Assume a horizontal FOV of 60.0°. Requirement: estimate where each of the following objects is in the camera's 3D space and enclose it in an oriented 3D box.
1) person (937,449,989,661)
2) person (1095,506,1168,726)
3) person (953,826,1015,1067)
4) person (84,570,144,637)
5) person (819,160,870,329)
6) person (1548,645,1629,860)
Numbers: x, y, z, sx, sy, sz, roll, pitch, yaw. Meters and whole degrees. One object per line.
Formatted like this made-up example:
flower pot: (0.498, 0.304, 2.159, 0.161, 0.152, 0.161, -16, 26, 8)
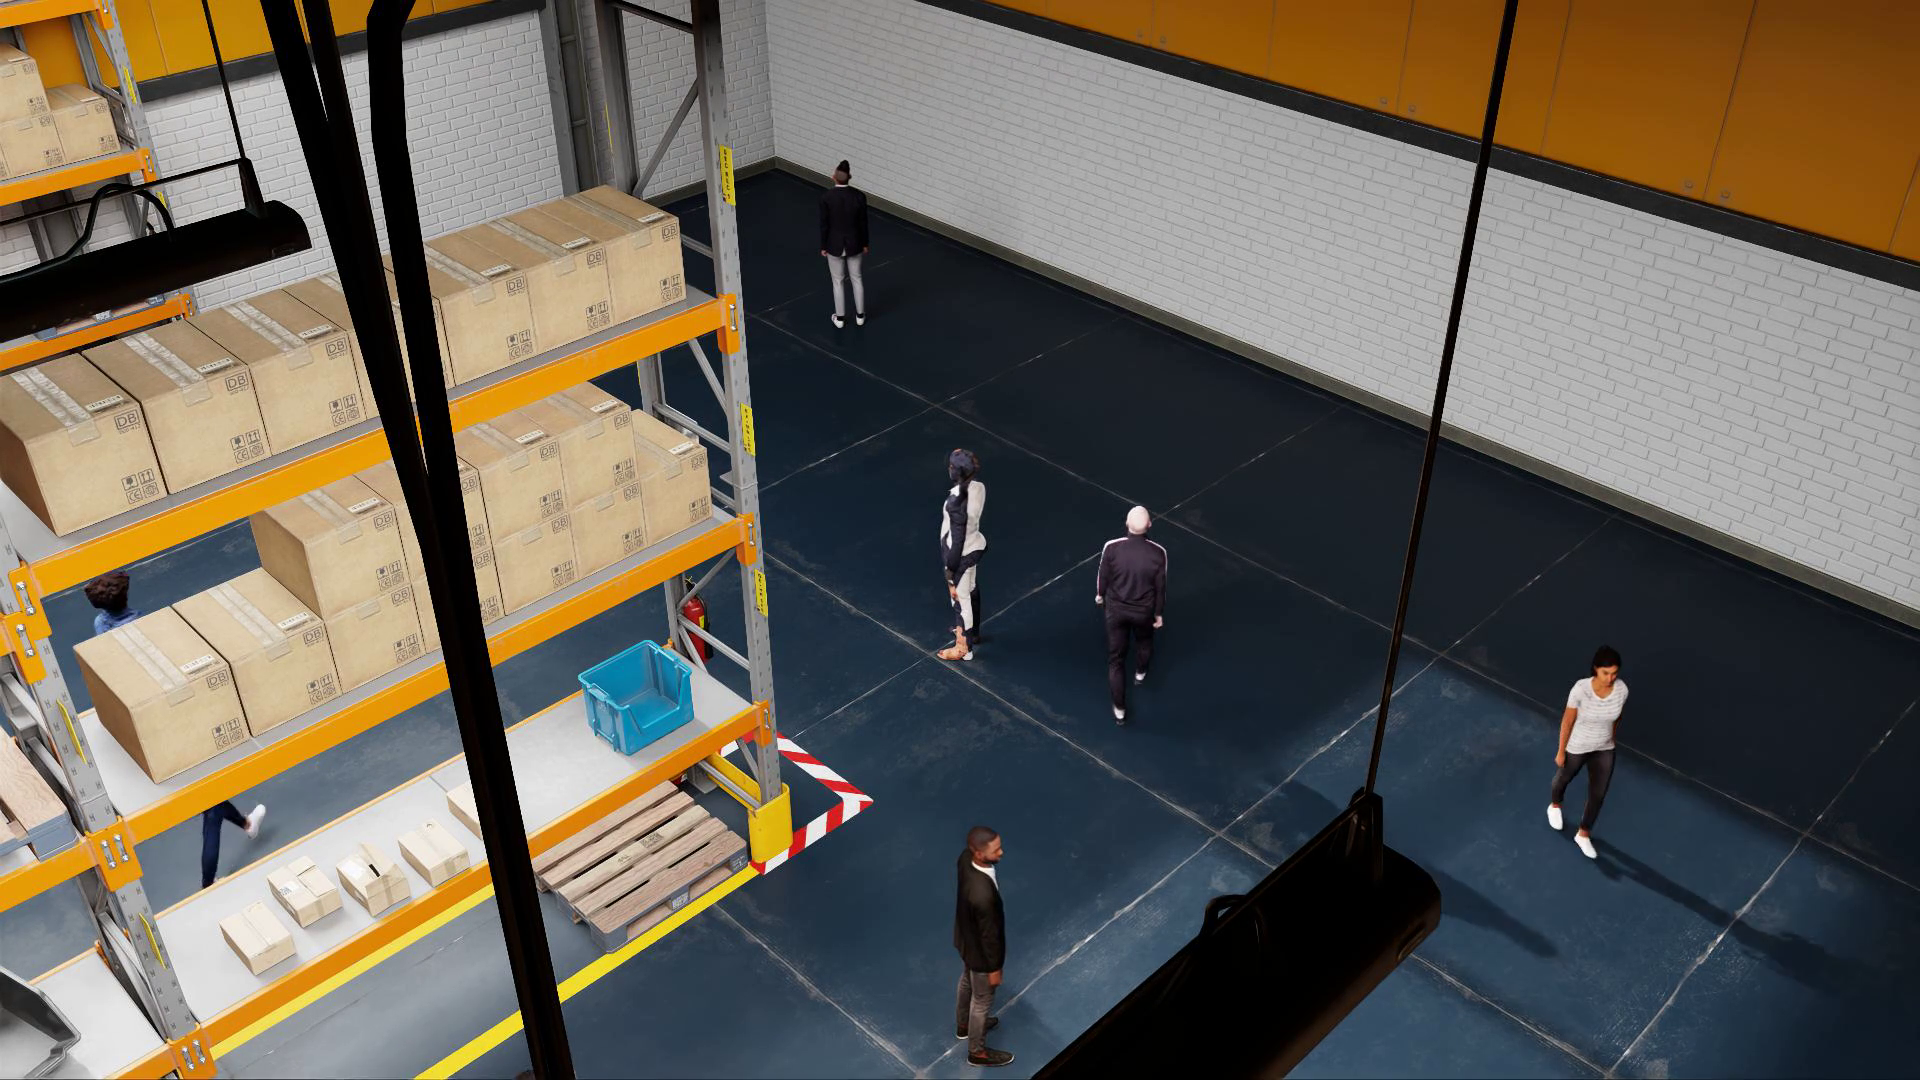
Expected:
person: (0.027, 0.112, 13.328, 0.826, 1.893, 0.694, 10, 35, 15)
person: (1.295, 0.621, 12.647, 1.048, 1.800, 1.134, 1, 34, 2)
person: (0.115, 2.415, 9.946, 0.747, 1.801, 0.744, -8, 34, -11)
person: (-5.939, 1.068, 11.986, 0.876, 1.786, 0.932, 6, 34, 9)
person: (-1.270, -3.289, 18.395, 0.746, 1.949, 0.857, -6, 34, -10)
person: (4.362, 1.380, 11.661, 0.850, 1.628, 0.914, 0, 34, 1)
